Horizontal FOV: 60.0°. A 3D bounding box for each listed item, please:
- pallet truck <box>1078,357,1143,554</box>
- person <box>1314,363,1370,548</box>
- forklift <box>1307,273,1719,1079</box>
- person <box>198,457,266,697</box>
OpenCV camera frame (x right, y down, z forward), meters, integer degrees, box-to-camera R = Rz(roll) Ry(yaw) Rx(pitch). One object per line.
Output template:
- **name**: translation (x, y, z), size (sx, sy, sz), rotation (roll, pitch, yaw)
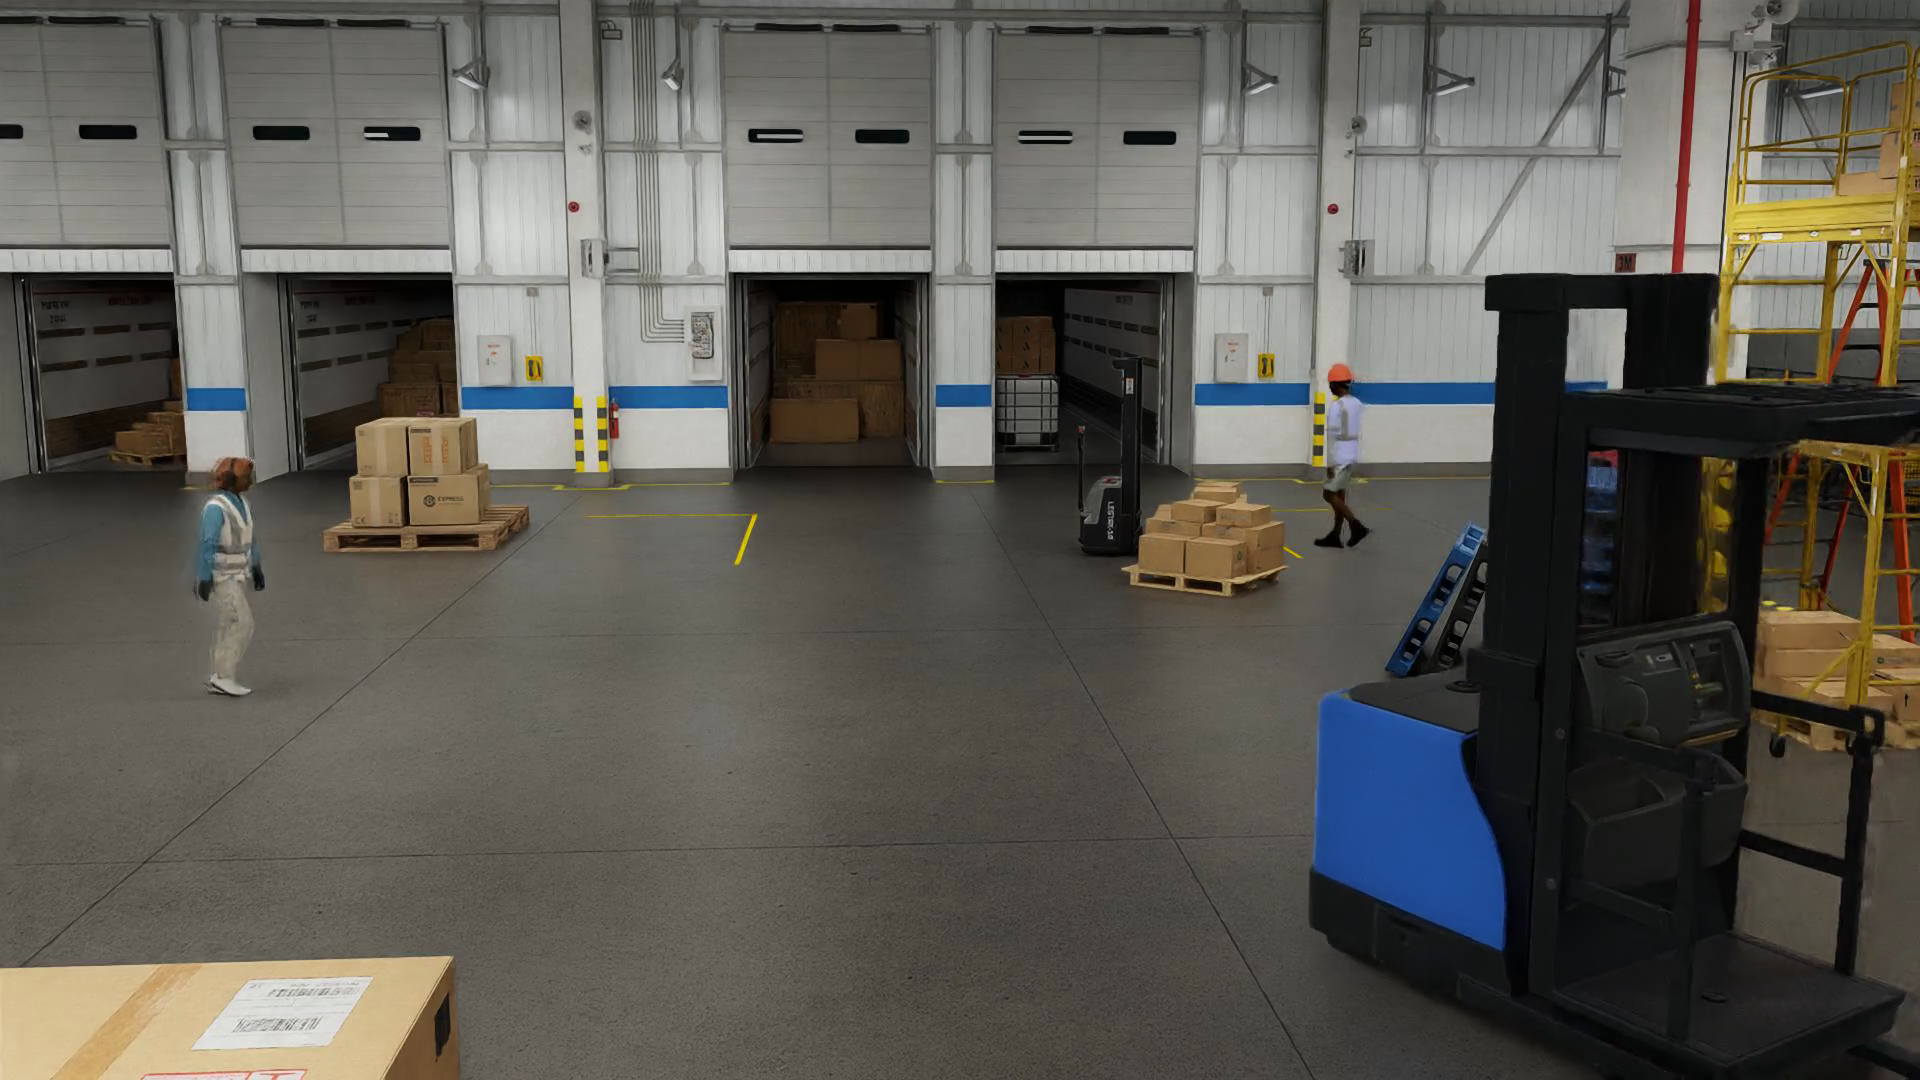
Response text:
- **pallet truck**: translation (2.088, -0.836, 16.757), size (1.885, 1.965, 0.823), rotation (2, 9, 13)
- **person**: translation (3.944, -0.840, 17.023), size (0.584, 1.926, 0.555), rotation (8, 12, 43)
- **forklift**: translation (2.376, 0.379, 6.366), size (1.129, 2.768, 1.873), rotation (-6, 11, -32)
- **person**: translation (-4.850, 0.256, 11.054), size (0.421, 1.617, 0.551), rotation (0, 9, -2)
